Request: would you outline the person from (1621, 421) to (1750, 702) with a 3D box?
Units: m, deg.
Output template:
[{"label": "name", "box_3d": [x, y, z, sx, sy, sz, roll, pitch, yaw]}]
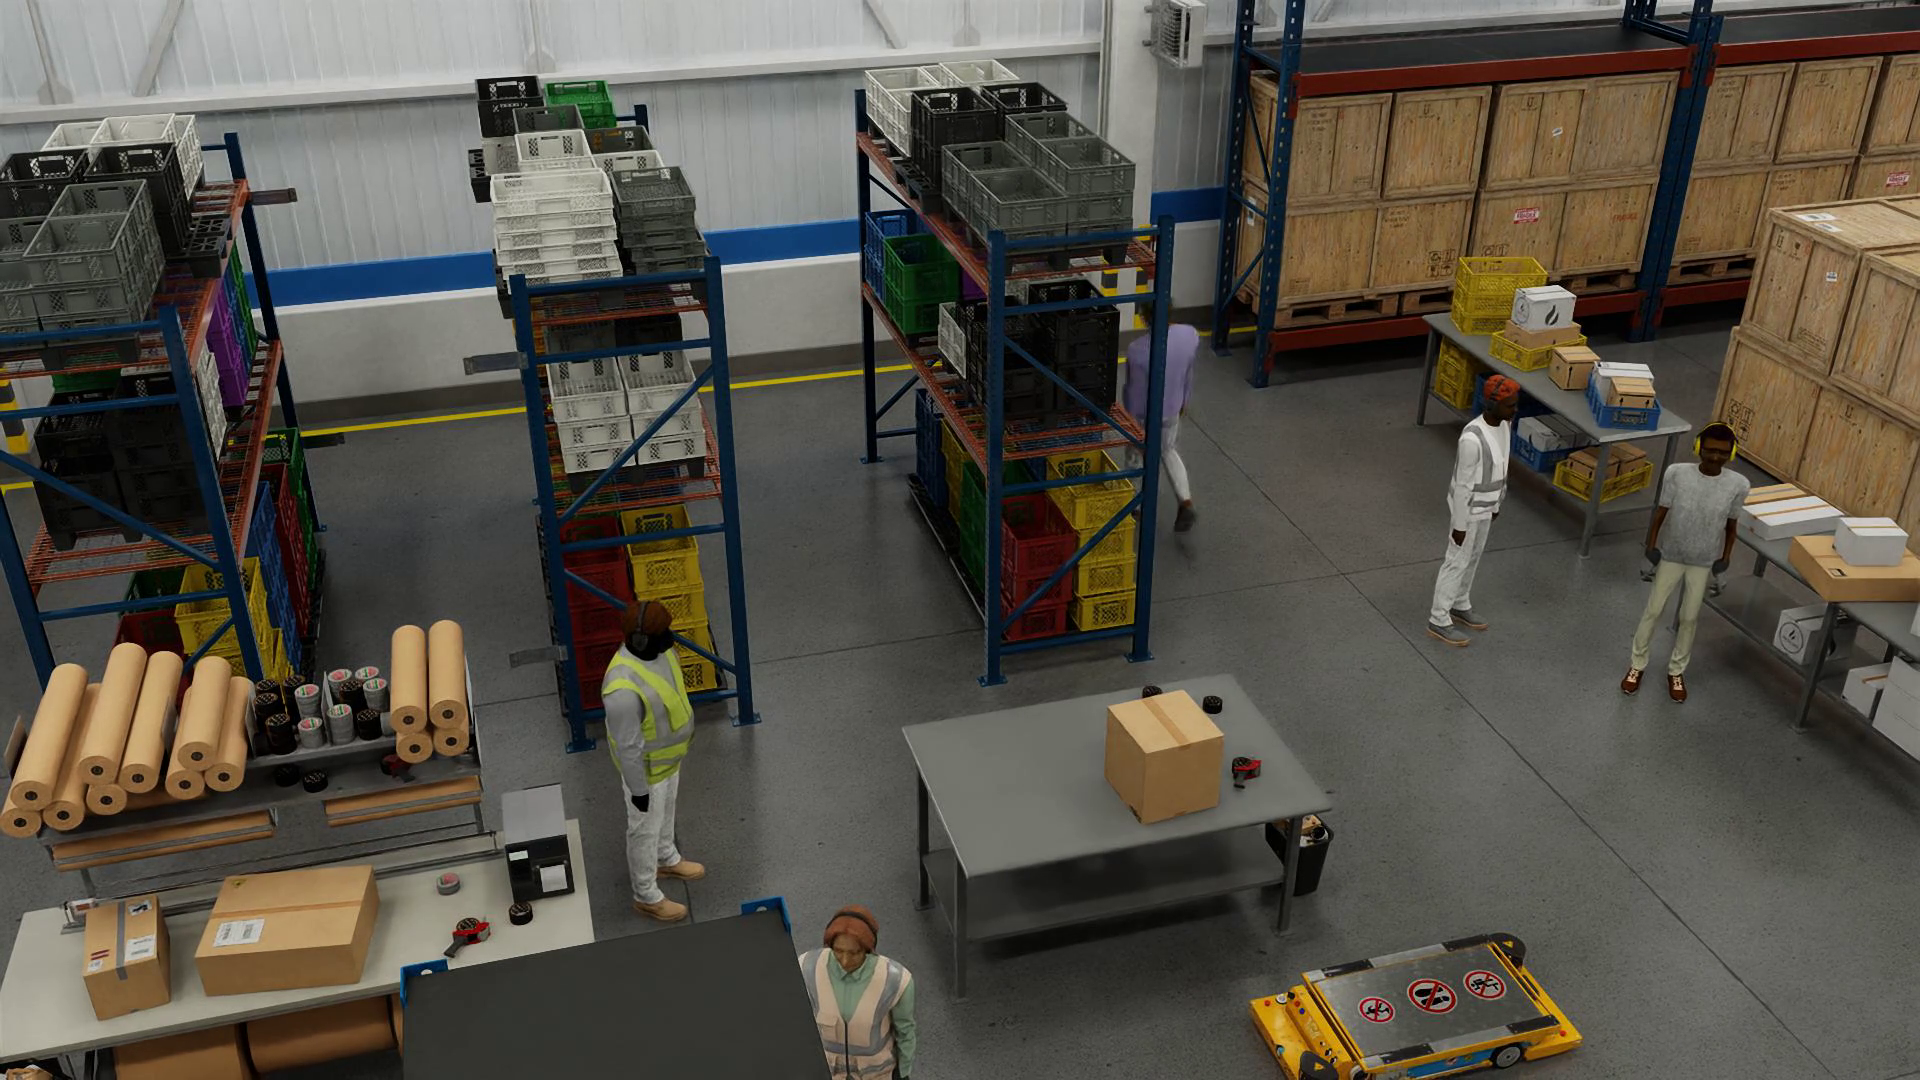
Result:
[{"label": "person", "box_3d": [4.471, 0.133, 10.237, 0.511, 1.877, 0.328, 10, 30, 17]}]

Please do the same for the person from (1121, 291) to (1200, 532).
[{"label": "person", "box_3d": [1.445, -0.936, 12.153, 0.644, 1.905, 0.783, -13, 32, -23]}]

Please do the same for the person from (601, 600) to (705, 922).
[{"label": "person", "box_3d": [-1.562, 1.109, 8.509, 0.430, 1.836, 0.629, 4, 29, 7]}]

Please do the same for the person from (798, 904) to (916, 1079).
[{"label": "person", "box_3d": [-0.432, 2.150, 6.806, 0.514, 1.643, 0.307, 4, 29, 7]}]

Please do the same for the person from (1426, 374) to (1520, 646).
[{"label": "person", "box_3d": [3.364, -0.207, 10.859, 0.343, 1.875, 0.578, 22, 36, 34]}]

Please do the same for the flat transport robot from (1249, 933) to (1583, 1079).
[{"label": "flat transport robot", "box_3d": [2.184, 2.282, 7.980, 1.431, 0.197, 0.652, -8, 30, -14]}]
